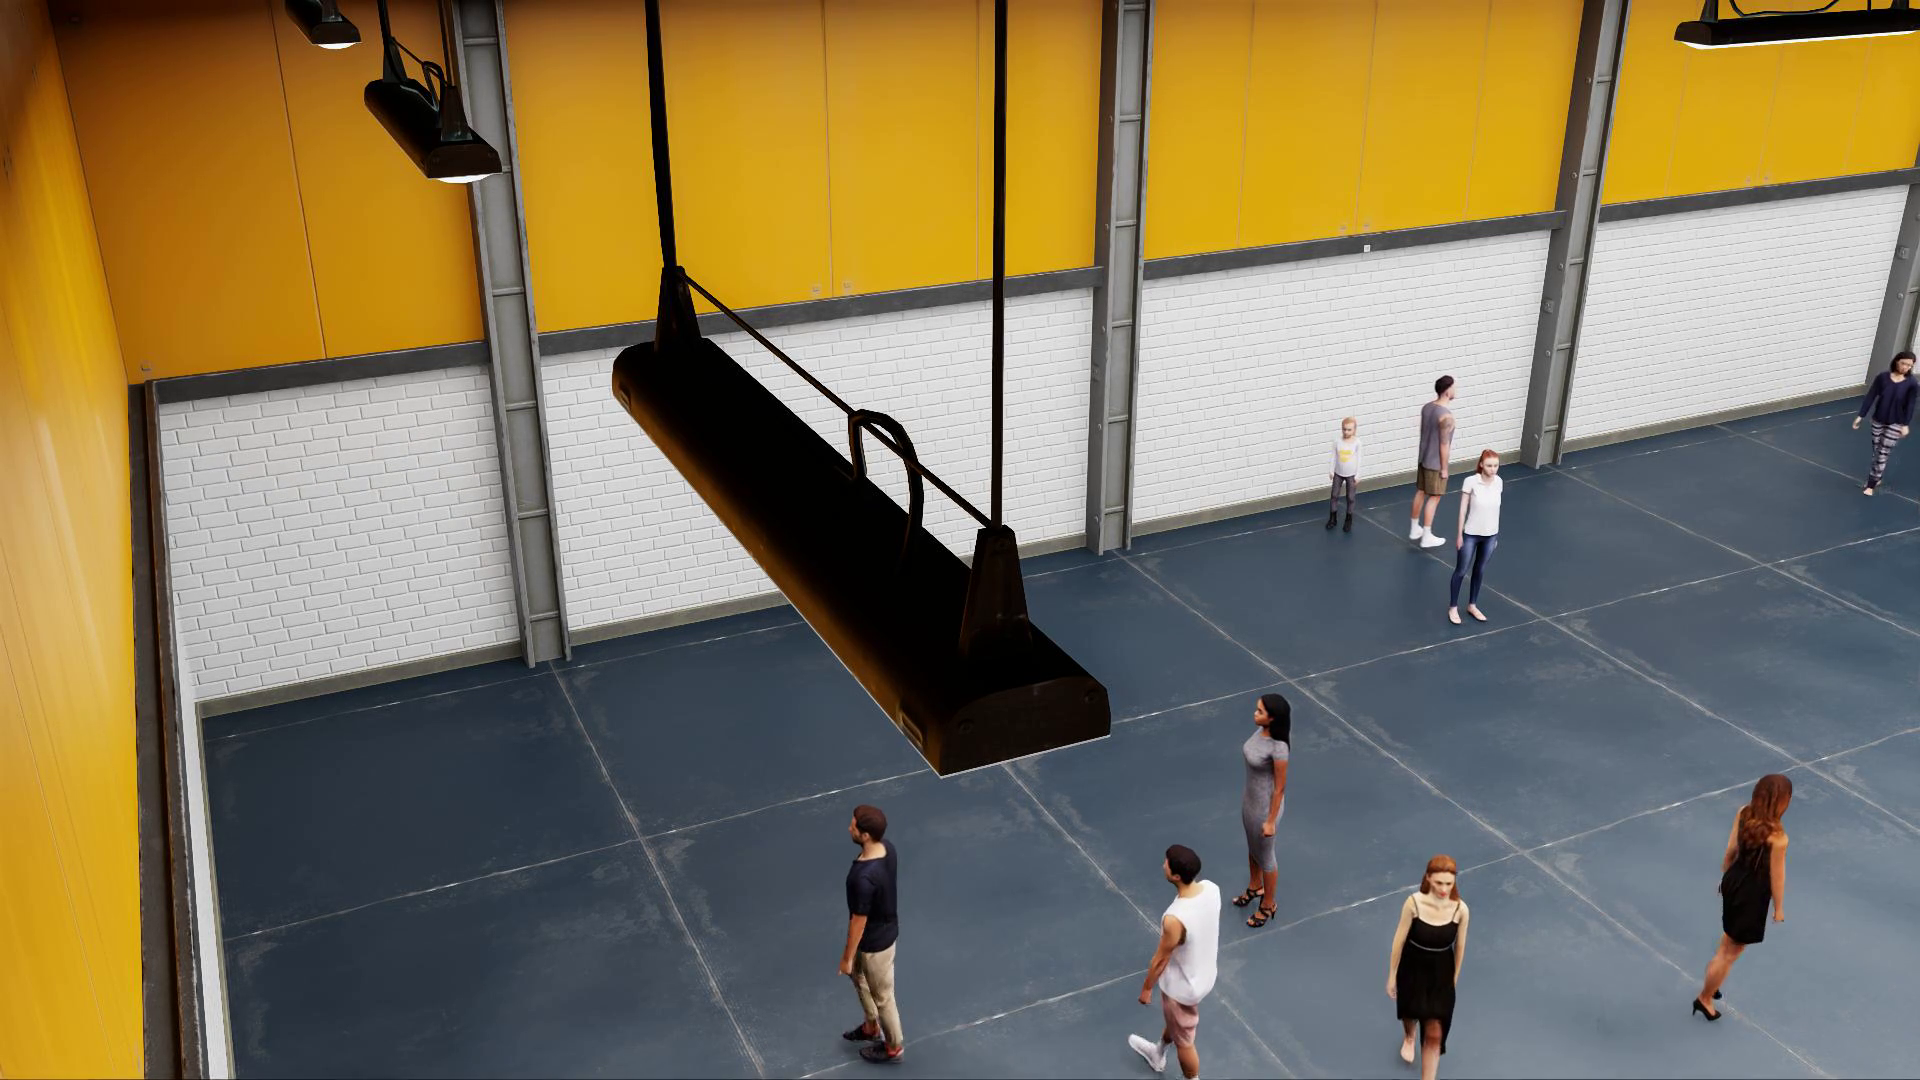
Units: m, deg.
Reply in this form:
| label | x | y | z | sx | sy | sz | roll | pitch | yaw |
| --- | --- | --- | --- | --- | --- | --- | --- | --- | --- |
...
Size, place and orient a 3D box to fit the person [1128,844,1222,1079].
| label | x | y | z | sx | sy | sz | roll | pitch | yaw |
| --- | --- | --- | --- | --- | --- | --- | --- | --- | --- |
| person | 1.391 | 2.616 | 9.805 | 0.942 | 1.766 | 0.939 | 19 | 30 | 37 |

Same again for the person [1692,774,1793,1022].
| label | x | y | z | sx | sy | sz | roll | pitch | yaw |
| --- | --- | --- | --- | --- | --- | --- | --- | --- | --- |
| person | 4.863 | 2.287 | 10.483 | 0.728 | 1.825 | 0.664 | -3 | 24 | -8 |

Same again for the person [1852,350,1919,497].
| label | x | y | z | sx | sy | sz | roll | pitch | yaw |
| --- | --- | --- | --- | --- | --- | --- | --- | --- | --- |
| person | 10.643 | -1.373 | 19.007 | 0.946 | 1.705 | 0.760 | -15 | 28 | -31 |

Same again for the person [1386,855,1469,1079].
| label | x | y | z | sx | sy | sz | roll | pitch | yaw |
| --- | --- | --- | --- | --- | --- | --- | --- | --- | --- |
| person | 2.822 | 2.579 | 10.116 | 1.056 | 1.585 | 1.048 | 6 | 24 | 12 |

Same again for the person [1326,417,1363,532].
| label | x | y | z | sx | sy | sz | roll | pitch | yaw |
| --- | --- | --- | --- | --- | --- | --- | --- | --- | --- |
| person | 4.192 | -0.735 | 18.080 | 0.567 | 1.277 | 0.626 | 9 | 25 | 19 |

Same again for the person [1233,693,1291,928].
| label | x | y | z | sx | sy | sz | roll | pitch | yaw |
| --- | --- | --- | --- | --- | --- | --- | --- | --- | --- |
| person | 2.103 | 1.860 | 11.517 | 0.594 | 1.781 | 0.637 | -5 | 24 | -11 |

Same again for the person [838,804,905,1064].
| label | x | y | z | sx | sy | sz | roll | pitch | yaw |
| --- | --- | --- | --- | --- | --- | --- | --- | --- | --- |
| person | -0.431 | 2.432 | 10.126 | 0.842 | 1.845 | 0.806 | 4 | 24 | 9 |

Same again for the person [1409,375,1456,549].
| label | x | y | z | sx | sy | sz | roll | pitch | yaw |
| --- | --- | --- | --- | --- | --- | --- | --- | --- | --- |
| person | 4.945 | -0.836 | 17.405 | 0.589 | 1.843 | 0.638 | -8 | 25 | -18 |

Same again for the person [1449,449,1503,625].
| label | x | y | z | sx | sy | sz | roll | pitch | yaw |
| --- | --- | --- | --- | --- | --- | --- | --- | --- | --- |
| person | 4.952 | -0.049 | 15.936 | 0.537 | 1.739 | 0.676 | -4 | 24 | -10 |
